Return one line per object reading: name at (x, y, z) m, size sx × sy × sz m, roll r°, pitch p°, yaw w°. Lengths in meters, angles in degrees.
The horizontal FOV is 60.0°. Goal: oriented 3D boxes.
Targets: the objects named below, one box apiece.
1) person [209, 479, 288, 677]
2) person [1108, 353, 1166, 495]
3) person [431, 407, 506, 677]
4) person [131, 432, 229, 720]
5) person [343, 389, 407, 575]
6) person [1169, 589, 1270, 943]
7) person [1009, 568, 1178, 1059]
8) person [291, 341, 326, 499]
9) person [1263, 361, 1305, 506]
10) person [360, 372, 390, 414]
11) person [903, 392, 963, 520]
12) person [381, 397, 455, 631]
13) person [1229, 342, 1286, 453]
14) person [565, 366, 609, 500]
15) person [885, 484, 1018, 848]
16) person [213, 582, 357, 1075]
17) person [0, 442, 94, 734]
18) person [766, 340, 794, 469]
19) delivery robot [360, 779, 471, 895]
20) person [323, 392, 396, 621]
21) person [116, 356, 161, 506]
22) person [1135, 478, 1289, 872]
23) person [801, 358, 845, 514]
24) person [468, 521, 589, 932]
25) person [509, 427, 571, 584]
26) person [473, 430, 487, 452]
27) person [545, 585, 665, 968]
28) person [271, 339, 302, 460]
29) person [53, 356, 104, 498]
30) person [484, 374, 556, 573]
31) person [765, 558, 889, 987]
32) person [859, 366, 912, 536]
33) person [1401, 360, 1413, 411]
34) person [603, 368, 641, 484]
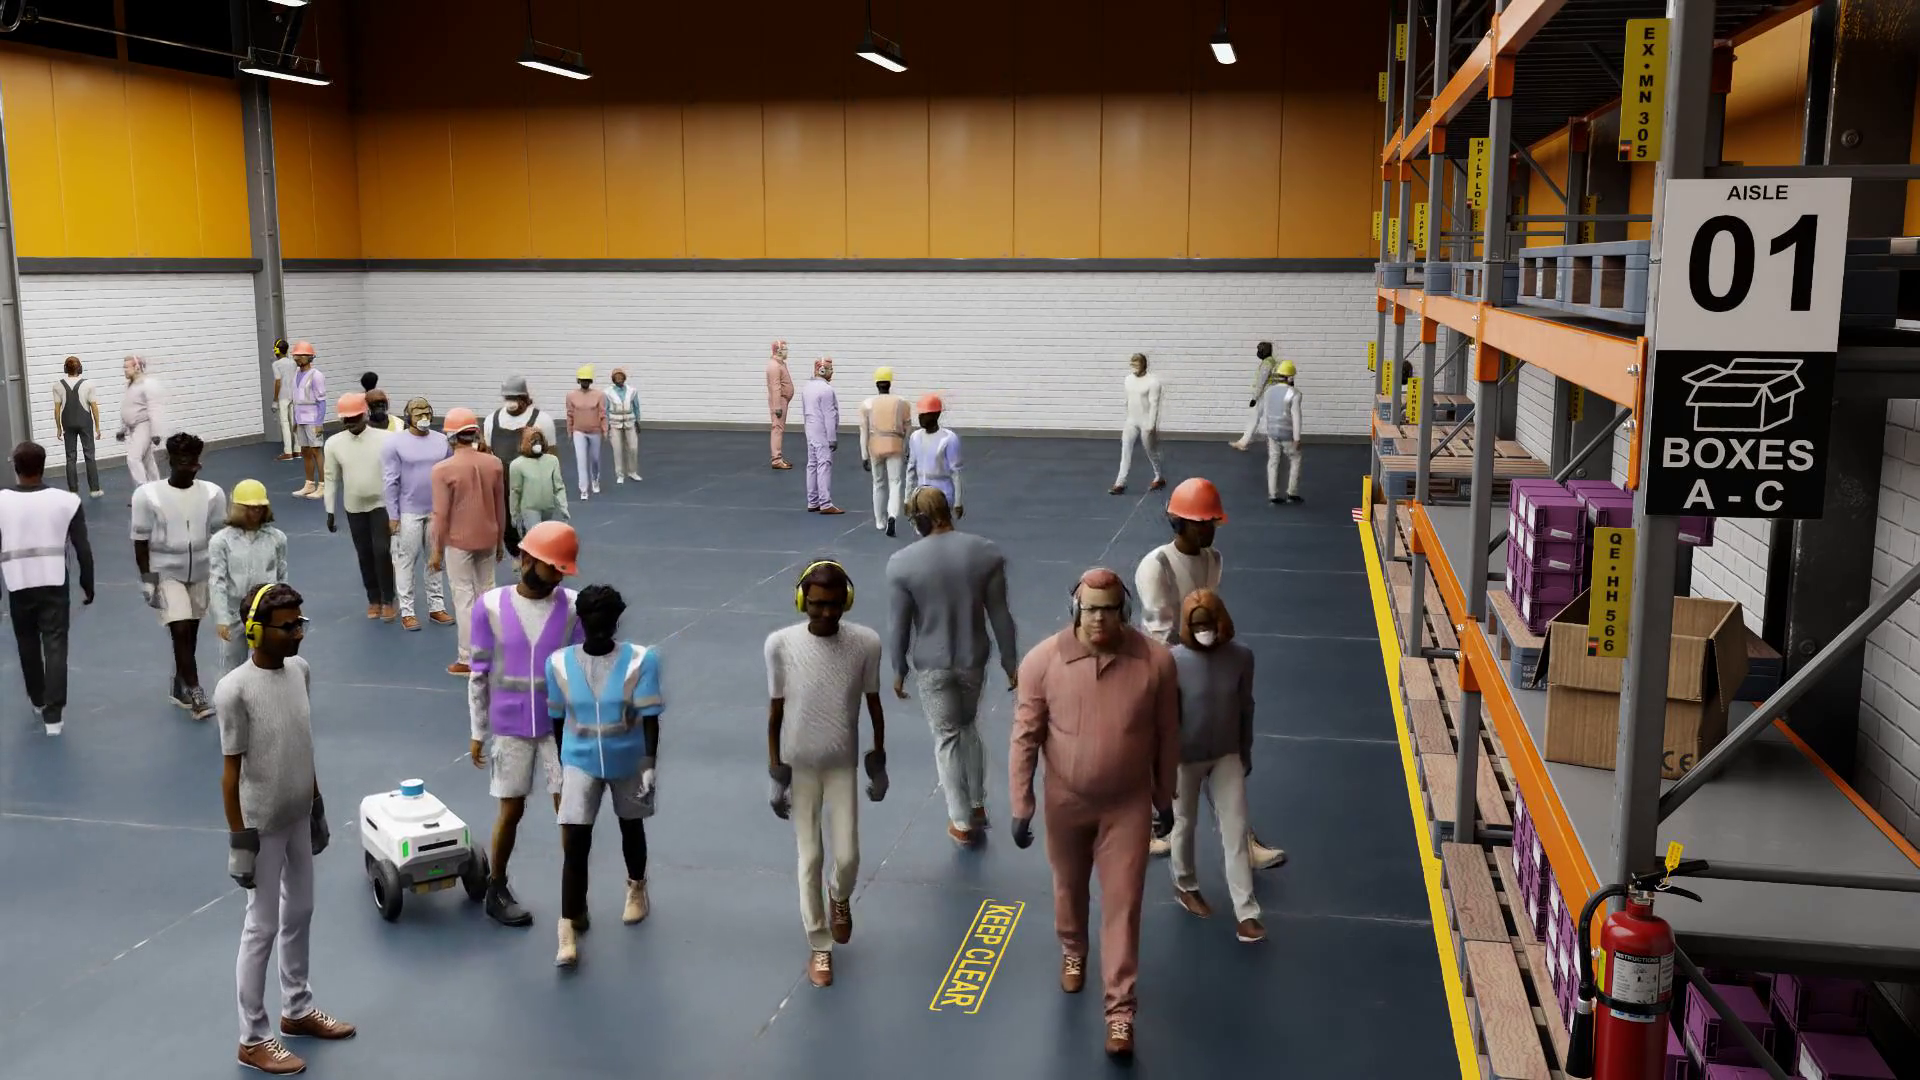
person at (-4.491, 0.447, 10.528) m, size 0.485 × 1.703 × 0.870 m, roll -7°, pitch 12°, yaw -38°
person at (2.411, -1.543, 22.025) m, size 0.632 × 1.880 × 1.063 m, roll 9°, pitch 13°, yaw 44°
person at (-3.635, 0.010, 12.297) m, size 0.395 × 1.991 × 0.618 m, roll 7°, pitch 12°, yaw 36°
person at (-5.163, 0.238, 11.142) m, size 0.887 × 1.913 × 0.640 m, roll 8°, pitch 13°, yaw 41°
person at (-5.628, -0.547, 16.125) m, size 0.634 × 1.841 × 0.429 m, roll -7°, pitch 12°, yaw -37°
person at (1.127, 1.012, 7.461) m, size 0.518 × 1.582 × 0.842 m, roll -2°, pitch 10°, yaw -14°
person at (0.531, 1.024, 6.623) m, size 0.672 × 1.853 × 1.015 m, roll 1°, pitch 9°, yaw 4°
person at (-8.449, -1.549, 21.524) m, size 0.614 × 2.047 × 0.357 m, roll 7°, pitch 12°, yaw 36°
person at (4.139, -1.340, 20.948) m, size 0.610 × 1.815 × 0.620 m, roll -8°, pitch 12°, yaw -40°
person at (-7.597, -1.337, 21.408) m, size 0.533 × 1.660 × 0.831 m, roll 0°, pitch 9°, yaw -3°
person at (-0.211, -0.418, 15.223) m, size 0.562 × 1.890 × 1.000 m, roll 8°, pitch 13°, yaw 42°
person at (-4.488, -0.226, 13.881) m, size 0.627 × 1.941 × 0.370 m, roll -9°, pitch 13°, yaw -44°
person at (4.879, -2.294, 26.804) m, size 0.995 × 1.790 × 0.628 m, roll 2°, pitch 10°, yaw 14°
person at (-4.867, -1.426, 21.743) m, size 0.534 × 1.731 × 0.867 m, roll -2°, pitch 10°, yaw -12°
person at (-0.068, 0.650, 8.724) m, size 0.697 × 1.896 × 0.578 m, roll -3°, pitch 10°, yaw -18°
person at (-2.576, 1.077, 6.287) m, size 0.315 × 1.857 × 0.510 m, roll 2°, pitch 10°, yaw 13°
person at (-6.049, 0.290, 10.961) m, size 0.616 × 1.870 × 0.968 m, roll -4°, pitch 10°, yaw -25°
person at (-2.665, -2.009, 24.724) m, size 0.408 × 1.905 × 0.654 m, roll 0°, pitch 9°, yaw -3°
delivery robot at (-2.620, 1.393, 7.988) m, size 0.477 × 0.478 × 0.707 m, roll -6°, pitch 11°, yaw -35°
person at (-5.046, -0.275, 14.081) m, size 0.660 × 1.963 × 0.673 m, roll -1°, pitch 9°, yaw -7°
person at (-10.404, -1.373, 20.972) m, size 0.688 × 1.885 × 0.657 m, roll -9°, pitch 13°, yaw -44°
person at (1.163, 0.685, 8.240) m, size 0.606 × 1.984 × 1.016 m, roll -8°, pitch 12°, yaw -39°
person at (-1.665, -1.265, 20.255) m, size 0.402 × 1.904 × 0.638 m, roll -6°, pitch 11°, yaw -31°
person at (-1.922, 0.854, 7.535) m, size 0.572 × 1.898 × 0.440 m, roll -2°, pitch 10°, yaw -15°
person at (-3.834, -0.245, 15.068) m, size 0.869 × 1.585 × 0.494 m, roll 8°, pitch 12°, yaw 41°
person at (-4.267, -0.200, 14.640) m, size 0.499 × 1.634 × 0.280 m, roll -4°, pitch 10°, yaw -23°
person at (-1.565, 0.998, 7.373) m, size 0.527 × 1.640 × 0.840 m, roll -1°, pitch 9°, yaw -4°
person at (-10.507, -2.181, 25.867) m, size 0.328 × 1.873 × 0.520 m, roll 3°, pitch 10°, yaw 19°
person at (-11.437, -1.454, 21.563) m, size 0.509 × 1.844 × 0.329 m, roll -3°, pitch 10°, yaw -16°
person at (-4.162, -0.585, 15.737) m, size 0.685 × 2.000 × 0.675 m, roll 0°, pitch 9°, yaw 1°
person at (-0.565, 0.958, 7.075) m, size 0.520 × 1.842 × 0.543 m, roll -1°, pitch 9°, yaw -7°
person at (-0.837, -1.005, 18.722) m, size 0.587 × 1.899 × 0.829 m, roll 0°, pitch 9°, yaw 0°
person at (5.595, -1.369, 21.124) m, size 0.620 × 1.818 × 0.586 m, roll 8°, pitch 12°, yaw 40°
person at (-4.671, -1.571, 22.967) m, size 0.536 × 1.616 × 0.402 m, roll -5°, pitch 11°, yaw -26°
